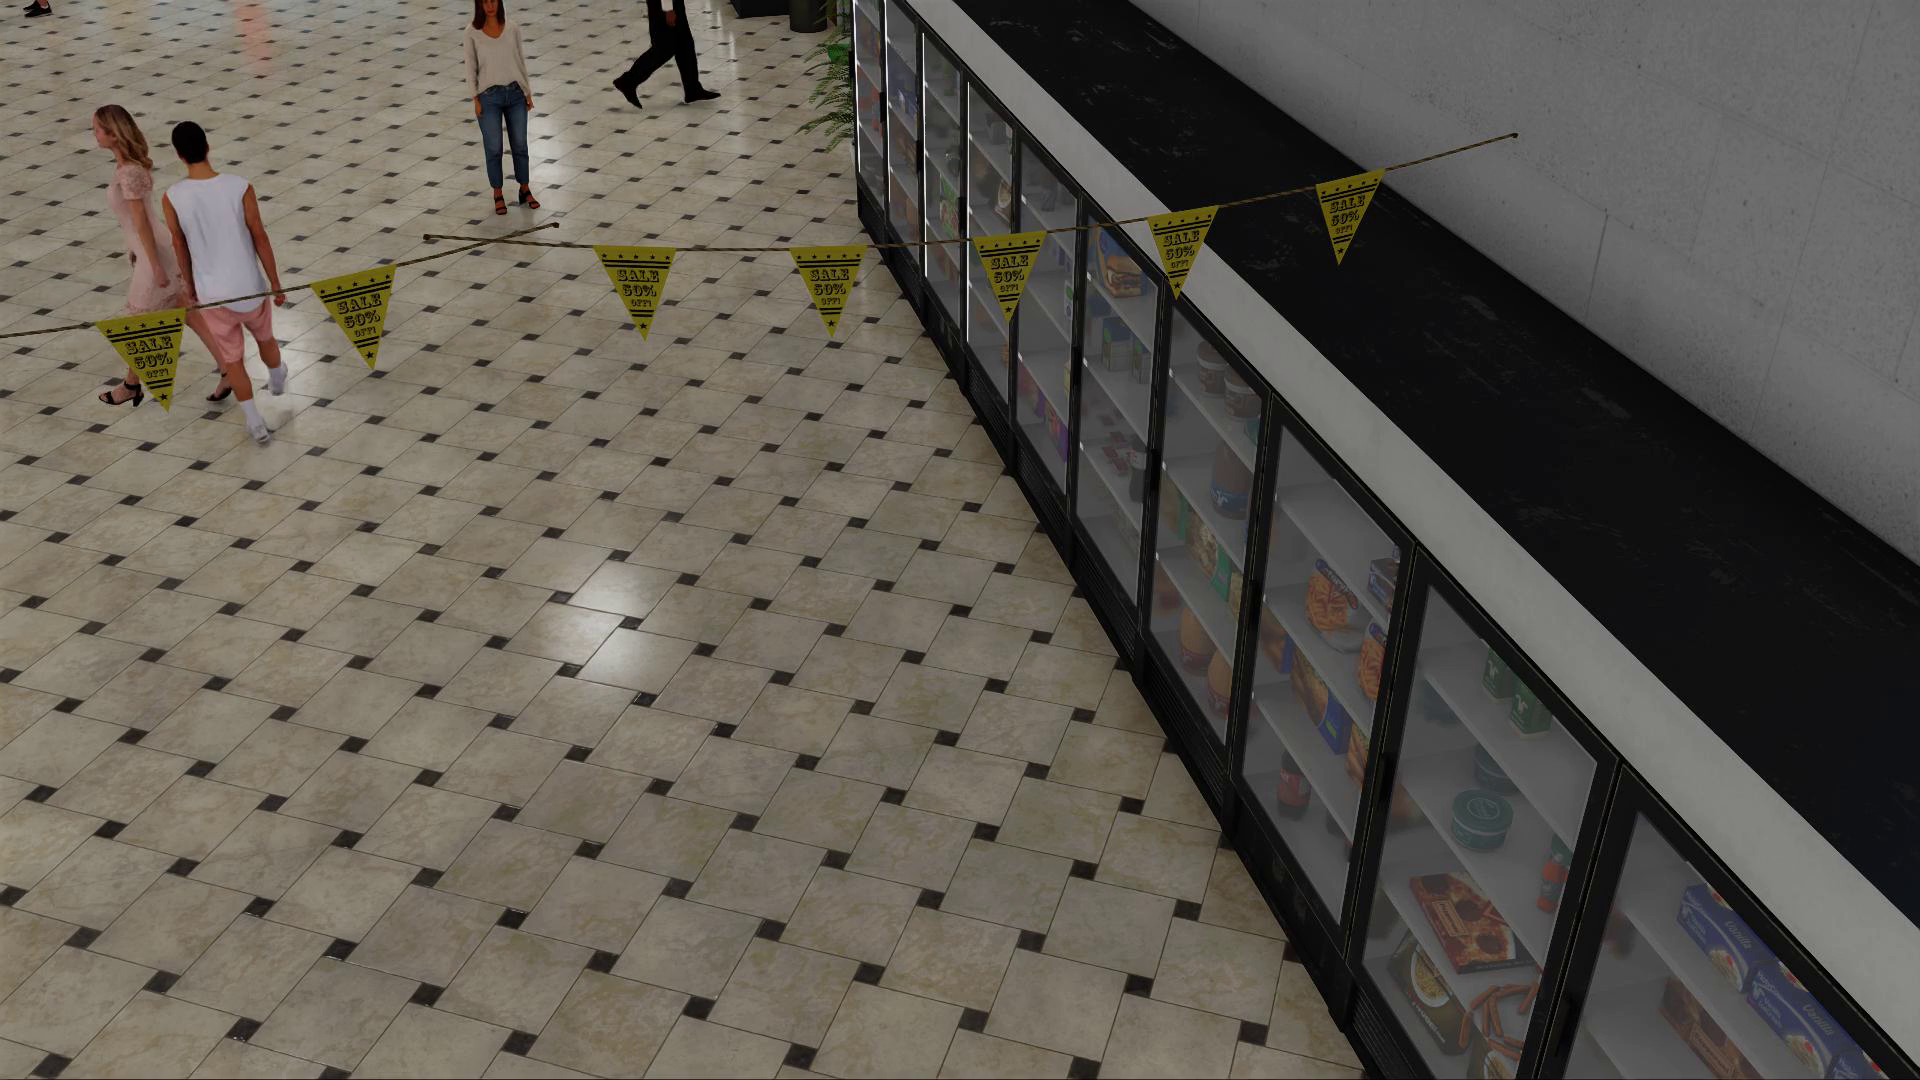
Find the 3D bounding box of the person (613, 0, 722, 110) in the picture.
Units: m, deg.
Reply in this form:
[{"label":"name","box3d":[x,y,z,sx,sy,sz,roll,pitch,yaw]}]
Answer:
[{"label":"person","box3d":[-2.641,-4.666,14.359,1.152,1.890,0.715,-7,33,-11]}]

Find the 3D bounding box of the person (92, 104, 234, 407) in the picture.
[{"label":"person","box3d":[-4.466,-1.577,9.481,1.019,1.798,0.634,-5,32,-8]}]

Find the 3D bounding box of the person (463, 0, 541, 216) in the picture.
[{"label":"person","box3d":[-3.406,-3.282,12.331,0.564,1.683,0.728,-17,36,-25]}]

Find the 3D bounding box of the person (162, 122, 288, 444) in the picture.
[{"label":"person","box3d":[-4.030,-1.360,9.186,1.023,1.742,0.826,-12,34,-19]}]
